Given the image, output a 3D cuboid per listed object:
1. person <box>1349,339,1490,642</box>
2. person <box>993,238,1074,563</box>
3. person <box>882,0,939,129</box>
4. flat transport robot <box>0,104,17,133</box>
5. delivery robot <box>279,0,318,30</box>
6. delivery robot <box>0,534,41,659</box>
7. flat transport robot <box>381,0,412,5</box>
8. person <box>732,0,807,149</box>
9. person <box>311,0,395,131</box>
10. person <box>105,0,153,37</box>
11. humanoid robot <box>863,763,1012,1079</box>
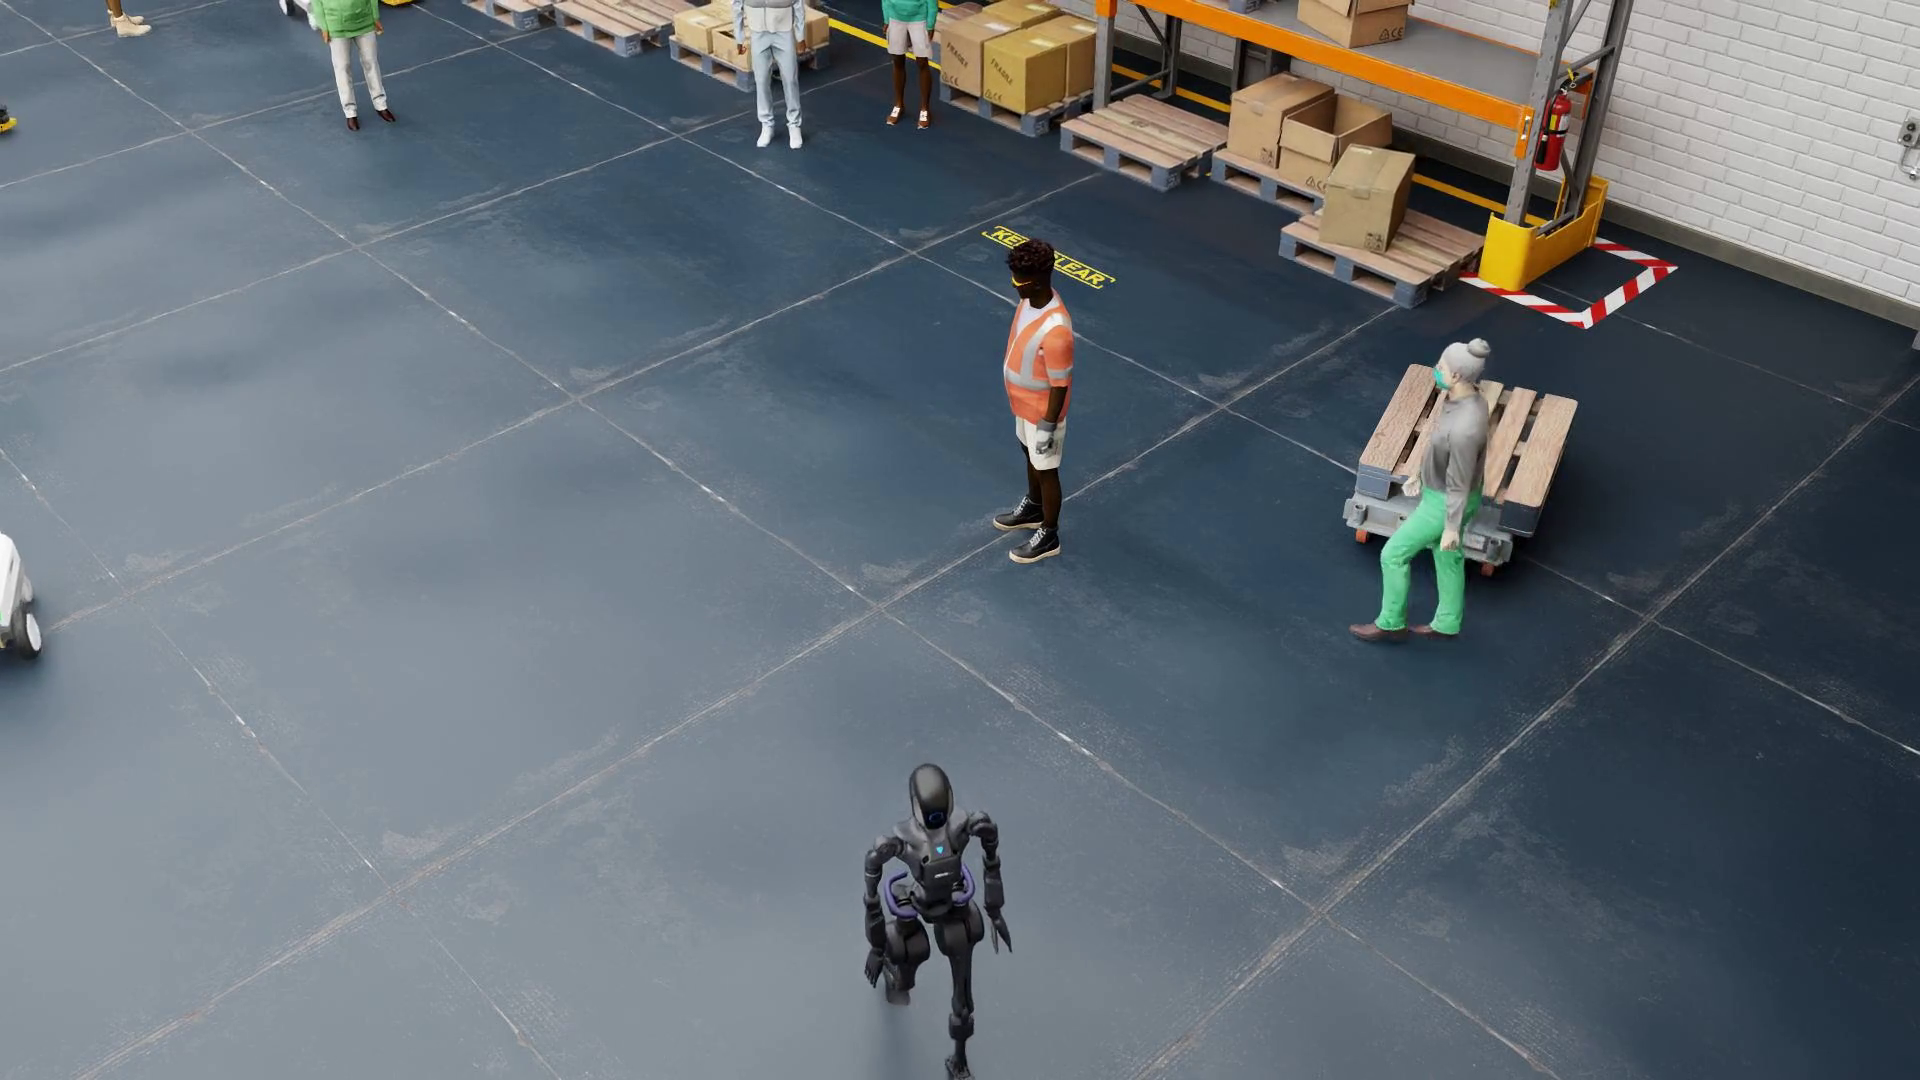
[{"bbox_3d":[2.405,-0.238,8.557,0.706,1.817,0.512,13,39,16],"label":"person"},{"bbox_3d":[0.413,-0.761,9.141,0.376,1.958,0.602,-8,38,-11],"label":"person"},{"bbox_3d":[-0.417,-4.427,14.091,0.496,1.843,0.404,10,38,13],"label":"person"},{"bbox_3d":[-8.952,-3.601,14.301,1.431,0.231,0.659,10,38,13],"label":"flat transport robot"},{"bbox_3d":[-6.429,-5.439,16.481,0.499,0.575,0.757,-24,43,-29],"label":"delivery robot"},{"bbox_3d":[-5.234,0.304,8.882,0.499,0.580,0.757,-12,39,-15],"label":"delivery robot"},{"bbox_3d":[-5.982,-5.895,17.338,0.659,0.231,1.431,-31,47,-34],"label":"flat transport robot"},{"bbox_3d":[-1.565,-4.187,13.721,0.601,1.906,0.414,0,37,0],"label":"person"},{"bbox_3d":[-5.174,-4.392,14.092,0.539,1.784,0.384,-22,42,-26],"label":"person"},{"bbox_3d":[-8.175,-5.827,15.779,0.367,2.044,0.607,-21,42,-25],"label":"person"},{"bbox_3d":[-0.115,1.439,6.495,0.591,1.638,0.741,-12,39,-16],"label":"humanoid robot"}]
